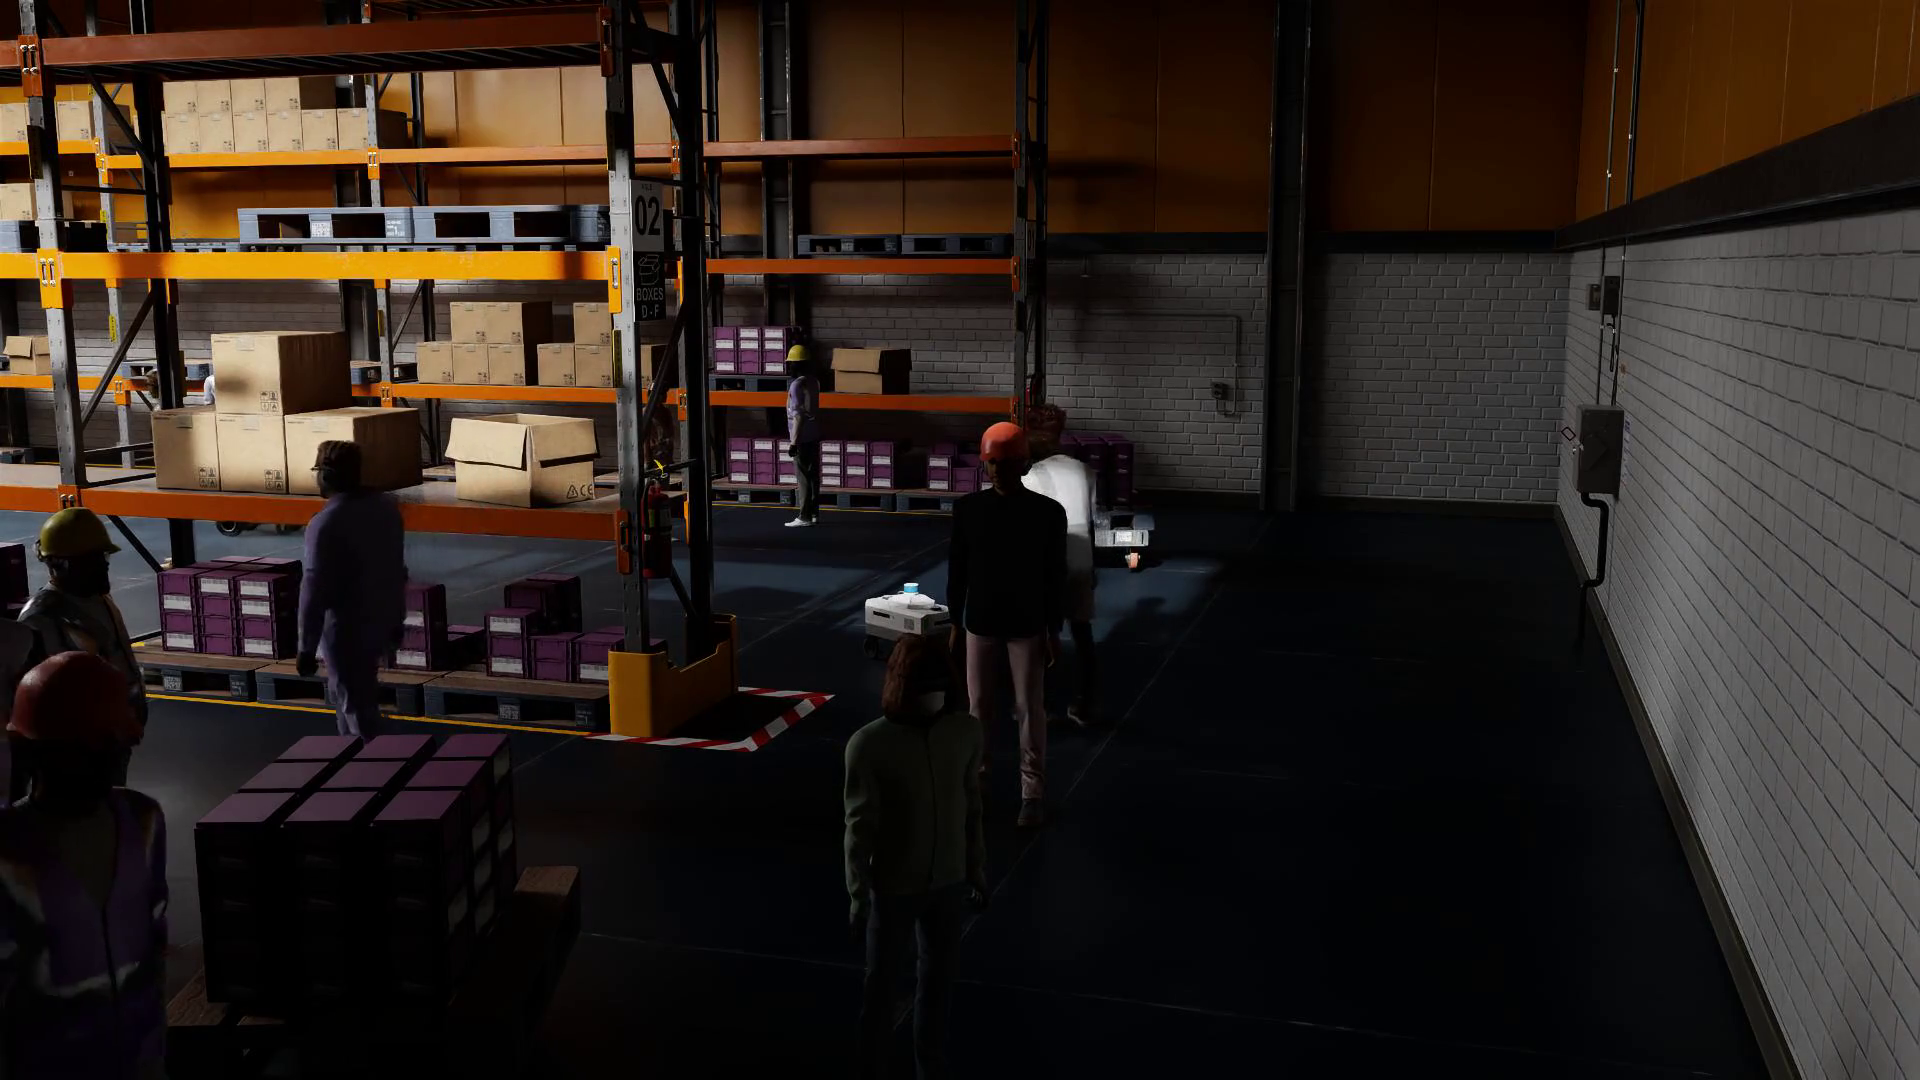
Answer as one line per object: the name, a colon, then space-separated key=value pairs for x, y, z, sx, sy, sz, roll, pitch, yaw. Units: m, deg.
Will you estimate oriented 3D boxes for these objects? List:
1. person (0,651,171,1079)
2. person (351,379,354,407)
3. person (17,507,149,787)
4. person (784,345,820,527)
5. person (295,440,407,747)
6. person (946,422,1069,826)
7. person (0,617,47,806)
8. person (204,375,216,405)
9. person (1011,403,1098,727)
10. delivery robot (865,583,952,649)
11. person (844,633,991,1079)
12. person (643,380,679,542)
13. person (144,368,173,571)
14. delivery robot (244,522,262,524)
person: x=-2.057 y=1.178 z=3.792 sx=0.811 sy=1.917 sz=0.563 roll=5 pitch=10 yaw=26
person: x=-7.232 y=-1.298 z=19.074 sx=0.598 sy=1.834 sz=0.879 roll=-5 pitch=11 yaw=-29
person: x=-3.367 y=0.779 z=6.449 sx=0.404 sy=1.830 sz=0.601 roll=-1 pitch=9 yaw=-7
person: x=-1.675 y=-1.094 z=17.575 sx=0.371 sy=1.925 sz=0.595 roll=2 pitch=10 yaw=15
person: x=-3.119 y=0.446 z=8.289 sx=0.657 sy=1.887 sz=0.673 roll=2 pitch=10 yaw=12
person: x=0.224 y=0.413 z=8.188 sx=0.612 sy=1.995 sz=0.382 roll=3 pitch=10 yaw=16
person: x=-3.276 y=0.895 z=5.486 sx=0.597 sy=1.916 sz=0.374 roll=-2 pitch=10 yaw=-13
person: x=-7.741 y=-1.140 z=17.789 sx=0.605 sy=1.951 sz=0.381 roll=-5 pitch=11 yaw=-29
person: x=0.571 y=0.160 z=9.930 sx=0.631 sy=1.936 sz=0.524 roll=-8 pitch=12 yaw=-41
delivery robot: x=-0.338 y=0.541 z=11.501 sx=0.477 sy=0.478 sz=0.707 roll=-8 pitch=12 yaw=-41
person: x=-0.129 y=1.086 z=5.181 sx=0.507 sy=1.632 sz=0.267 roll=-6 pitch=11 yaw=-33
person: x=-2.984 y=-0.763 z=16.427 sx=0.311 sy=1.642 sz=0.512 roll=3 pitch=10 yaw=20
person: x=-7.175 y=-0.629 z=15.030 sx=0.418 sy=1.837 sz=0.559 roll=-1 pitch=9 yaw=-7
delivery robot: x=-7.192 y=-0.377 z=17.092 sx=0.707 sy=0.478 sz=0.477 roll=0 pitch=9 yaw=0
